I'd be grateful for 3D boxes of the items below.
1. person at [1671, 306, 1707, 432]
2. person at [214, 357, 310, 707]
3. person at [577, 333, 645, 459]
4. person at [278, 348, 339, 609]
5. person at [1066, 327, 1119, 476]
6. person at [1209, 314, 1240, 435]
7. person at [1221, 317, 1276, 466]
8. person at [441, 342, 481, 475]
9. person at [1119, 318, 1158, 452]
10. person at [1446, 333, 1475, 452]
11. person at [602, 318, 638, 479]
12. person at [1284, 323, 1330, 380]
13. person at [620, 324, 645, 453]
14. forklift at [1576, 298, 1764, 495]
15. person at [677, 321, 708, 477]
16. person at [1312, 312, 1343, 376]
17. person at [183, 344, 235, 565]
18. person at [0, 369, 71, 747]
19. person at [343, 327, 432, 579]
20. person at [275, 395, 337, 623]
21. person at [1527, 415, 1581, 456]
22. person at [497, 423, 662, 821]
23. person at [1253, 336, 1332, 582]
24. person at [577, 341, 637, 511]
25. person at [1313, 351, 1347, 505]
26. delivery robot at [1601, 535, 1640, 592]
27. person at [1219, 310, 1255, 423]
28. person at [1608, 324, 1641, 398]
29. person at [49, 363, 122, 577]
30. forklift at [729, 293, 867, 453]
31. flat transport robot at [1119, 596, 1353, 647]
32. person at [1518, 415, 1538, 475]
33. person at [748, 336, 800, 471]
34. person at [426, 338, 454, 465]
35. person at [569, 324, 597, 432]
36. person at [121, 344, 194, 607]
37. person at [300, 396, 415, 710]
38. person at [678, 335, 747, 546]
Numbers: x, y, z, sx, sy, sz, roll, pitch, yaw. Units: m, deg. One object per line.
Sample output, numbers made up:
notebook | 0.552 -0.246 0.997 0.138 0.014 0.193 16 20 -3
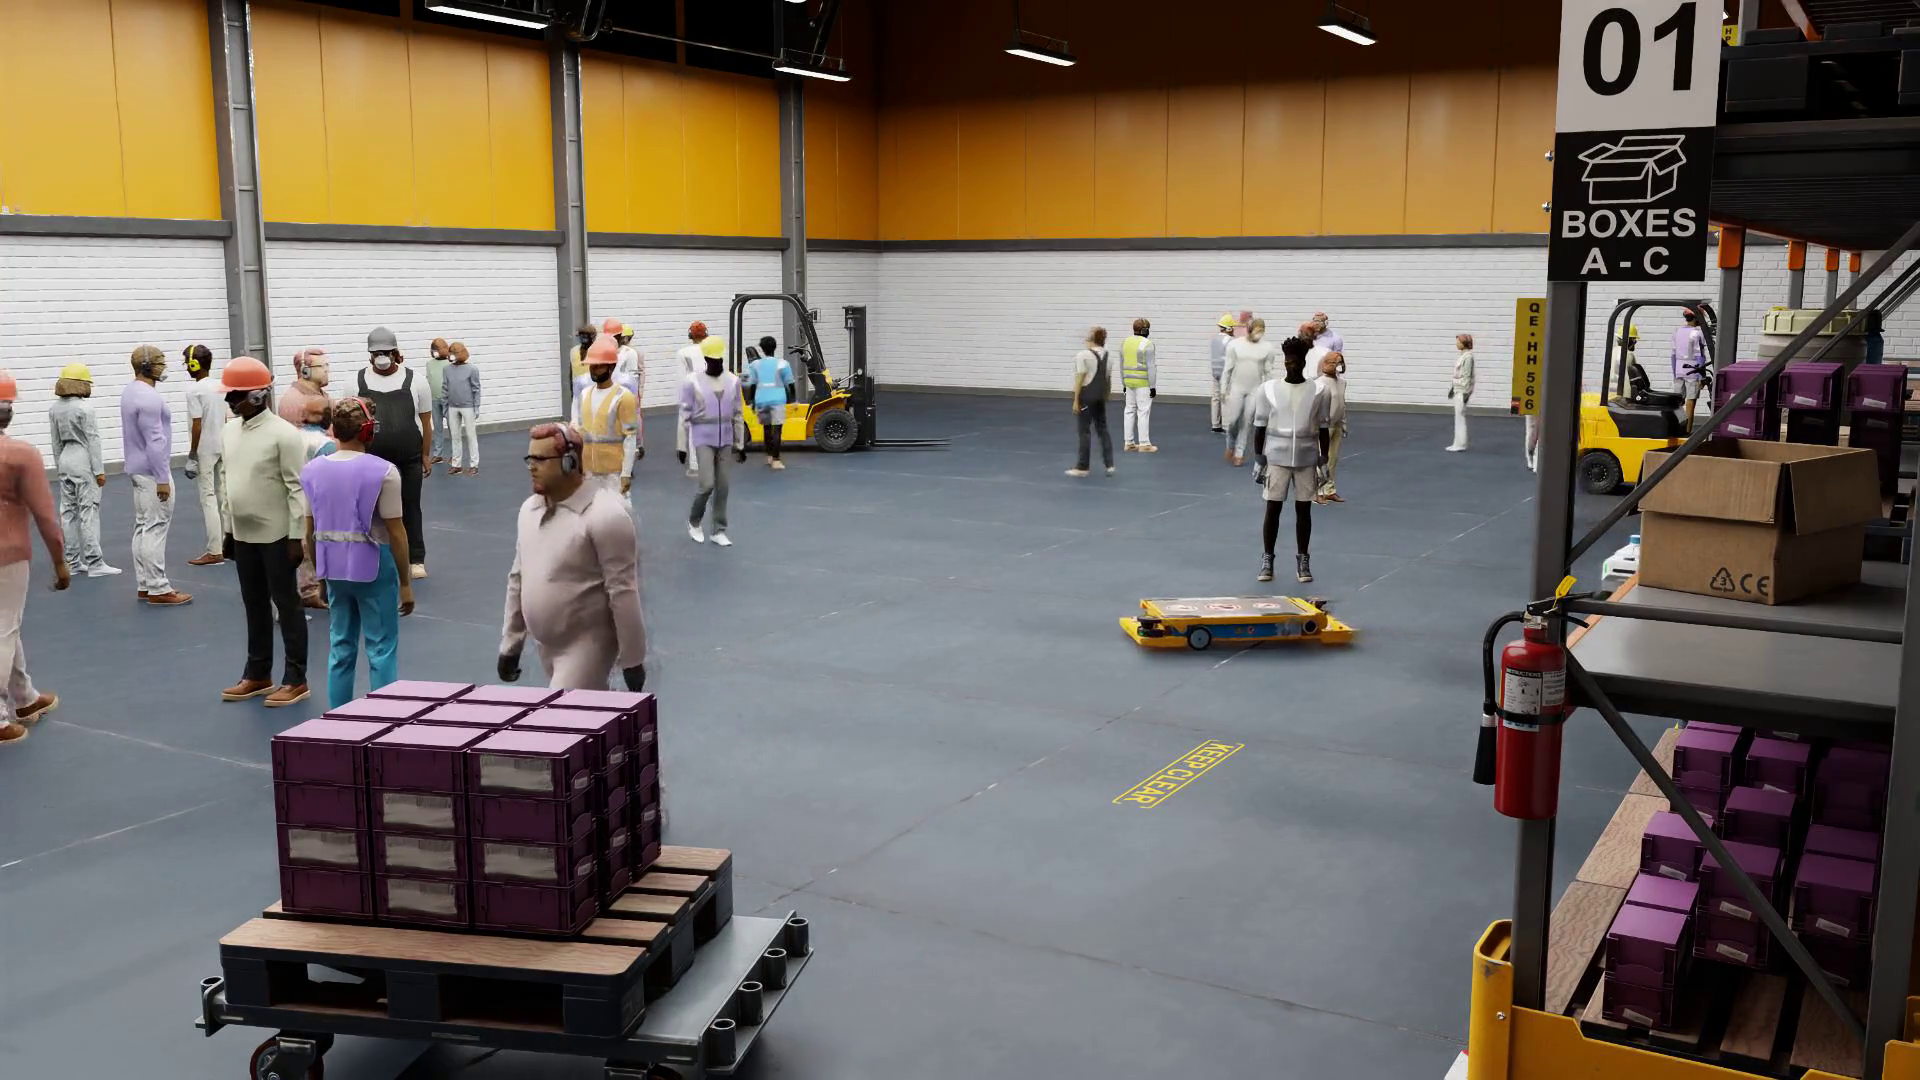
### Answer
person | 10.439 -2.363 23.774 0.379 2.039 0.614 -3 10 -17
person | -3.973 -0.045 9.459 0.612 1.990 0.392 5 10 28
person | -3.139 -0.897 15.012 0.555 1.919 0.578 1 9 4
person | -4.739 -0.456 12.290 0.411 1.908 0.643 0 9 -1
person | 1.646 -1.655 20.076 0.643 1.811 0.446 -7 11 -37
person | 4.047 -2.523 25.410 0.404 1.834 0.591 -4 10 -25
person | 3.673 -1.885 21.204 0.653 1.912 0.418 1 9 4
person | -6.079 -1.598 20.262 0.505 1.631 0.278 2 9 14
person | 2.488 -2.135 22.966 0.429 1.842 0.634 -7 12 -38
person | 6.941 -2.034 22.984 0.328 1.637 0.528 1 9 7
person | -4.102 -1.670 19.798 0.542 1.928 0.375 3 9 15
person | 4.247 -1.718 20.361 0.580 1.848 0.917 2 9 13
person | -4.578 -2.078 22.856 0.533 1.763 0.323 4 10 24
forklift | 7.954 -1.589 18.462 2.313 2.155 1.214 5 11 30
person | -3.140 -1.700 20.121 0.573 1.883 0.353 -4 10 -23
person | 5.175 -2.339 24.037 0.641 1.908 0.407 5 10 28
person | -6.360 -0.715 14.045 0.329 1.864 0.508 1 9 8
person | -5.012 0.074 8.804 0.650 1.956 0.900 1 9 9
person | -4.572 -0.688 13.315 0.687 2.000 0.538 -3 9 -17
person | -4.518 -0.223 11.764 0.818 1.589 0.523 -9 13 -43
person | 5.768 -0.982 16.160 0.598 1.708 0.475 -8 12 -41
person | -1.632 0.434 6.921 0.664 1.851 1.013 9 13 44
person | 2.644 -0.641 13.254 0.614 1.962 0.365 1 9 8
person | -2.754 -0.571 12.892 0.545 1.942 0.349 5 10 29
person | 3.959 -1.199 17.769 0.507 1.633 0.278 -8 12 -41
delivery robot | 4.905 0.206 12.064 0.477 0.478 0.707 6 11 33
person | 4.594 -2.836 27.278 0.937 1.871 0.642 -8 12 -42
person | 8.293 -1.788 20.848 0.404 1.827 0.588 -1 9 -3
person | -7.134 -0.554 13.520 0.484 1.708 0.308 4 10 22
forklift | -2.458 -2.344 23.176 2.313 2.155 1.214 0 9 -2
flat transport robot | 1.840 0.539 11.163 1.431 0.197 0.652 -1 9 -7
person | 7.161 -1.756 20.516 0.592 1.873 1.007 5 10 26
person | -2.311 -1.717 20.844 0.598 1.671 0.676 2 9 13
person | -6.668 -1.784 21.423 0.497 1.633 0.278 3 10 17
person | -4.648 -1.760 20.685 0.652 1.818 0.763 3 10 18
person | -5.973 -0.475 12.301 0.355 1.938 0.636 -7 12 -38
person | -3.009 0.207 8.332 0.565 1.846 0.390 2 9 15
person | -2.200 -0.880 14.915 0.603 1.908 0.447 -7 11 -36
